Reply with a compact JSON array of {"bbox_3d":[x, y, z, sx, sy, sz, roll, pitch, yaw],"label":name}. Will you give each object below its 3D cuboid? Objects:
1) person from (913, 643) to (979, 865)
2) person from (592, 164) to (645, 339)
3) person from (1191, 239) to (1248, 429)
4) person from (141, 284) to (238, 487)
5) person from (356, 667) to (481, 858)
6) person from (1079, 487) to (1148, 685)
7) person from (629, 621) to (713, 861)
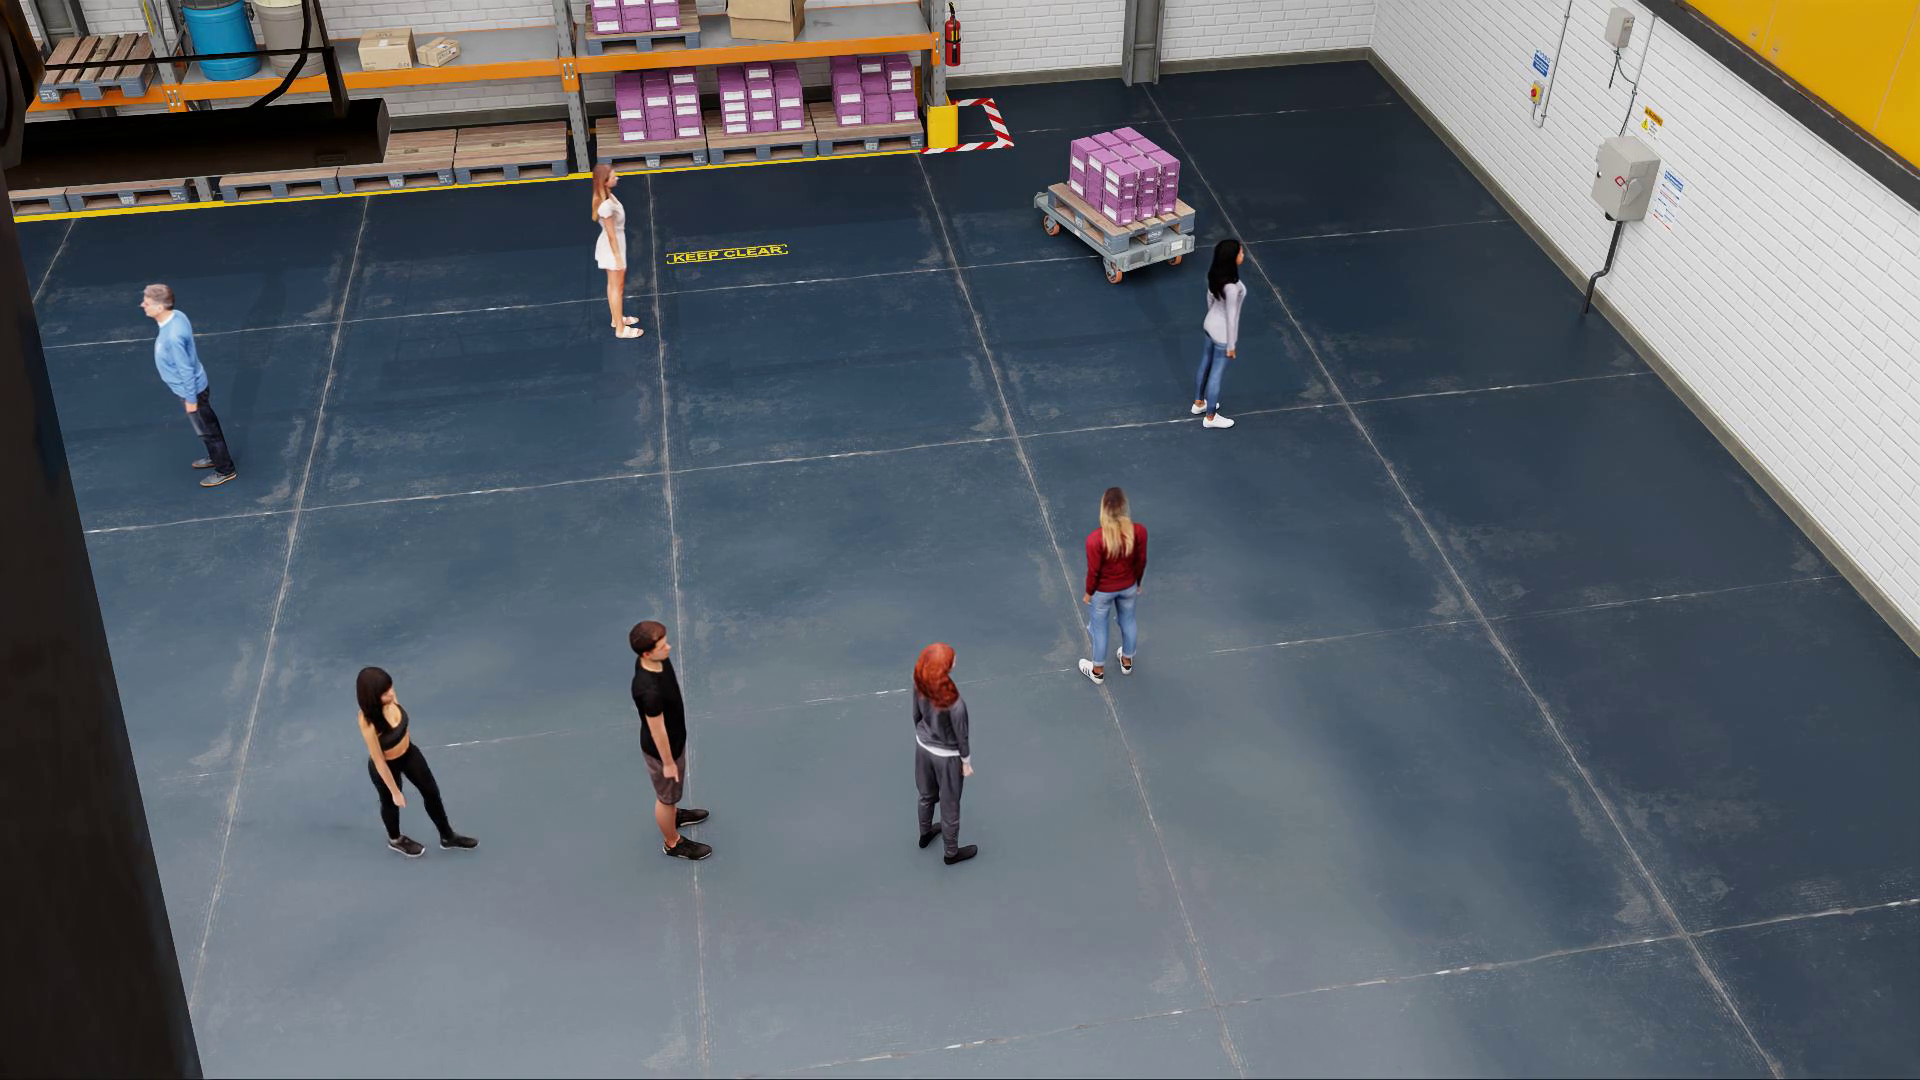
[{"bbox_3d":[-0.120,1.309,10.246,0.651,1.780,0.679,31,48,33],"label":"person"},{"bbox_3d":[-3.201,-2.671,15.297,0.572,1.696,0.582,-9,40,-11],"label":"person"},{"bbox_3d":[2.199,-1.767,14.136,0.546,1.734,0.620,-10,40,-12],"label":"person"},{"bbox_3d":[-6.236,-1.280,13.457,0.672,1.820,0.715,-17,42,-21],"label":"person"},{"bbox_3d":[-3.571,1.377,10.286,0.931,1.625,0.790,9,39,11],"label":"person"},{"bbox_3d":[1.067,0.316,11.607,0.504,1.634,0.691,-13,40,-16],"label":"person"},{"bbox_3d":[-1.842,1.212,10.302,0.568,1.862,0.678,-5,39,-6],"label":"person"}]
